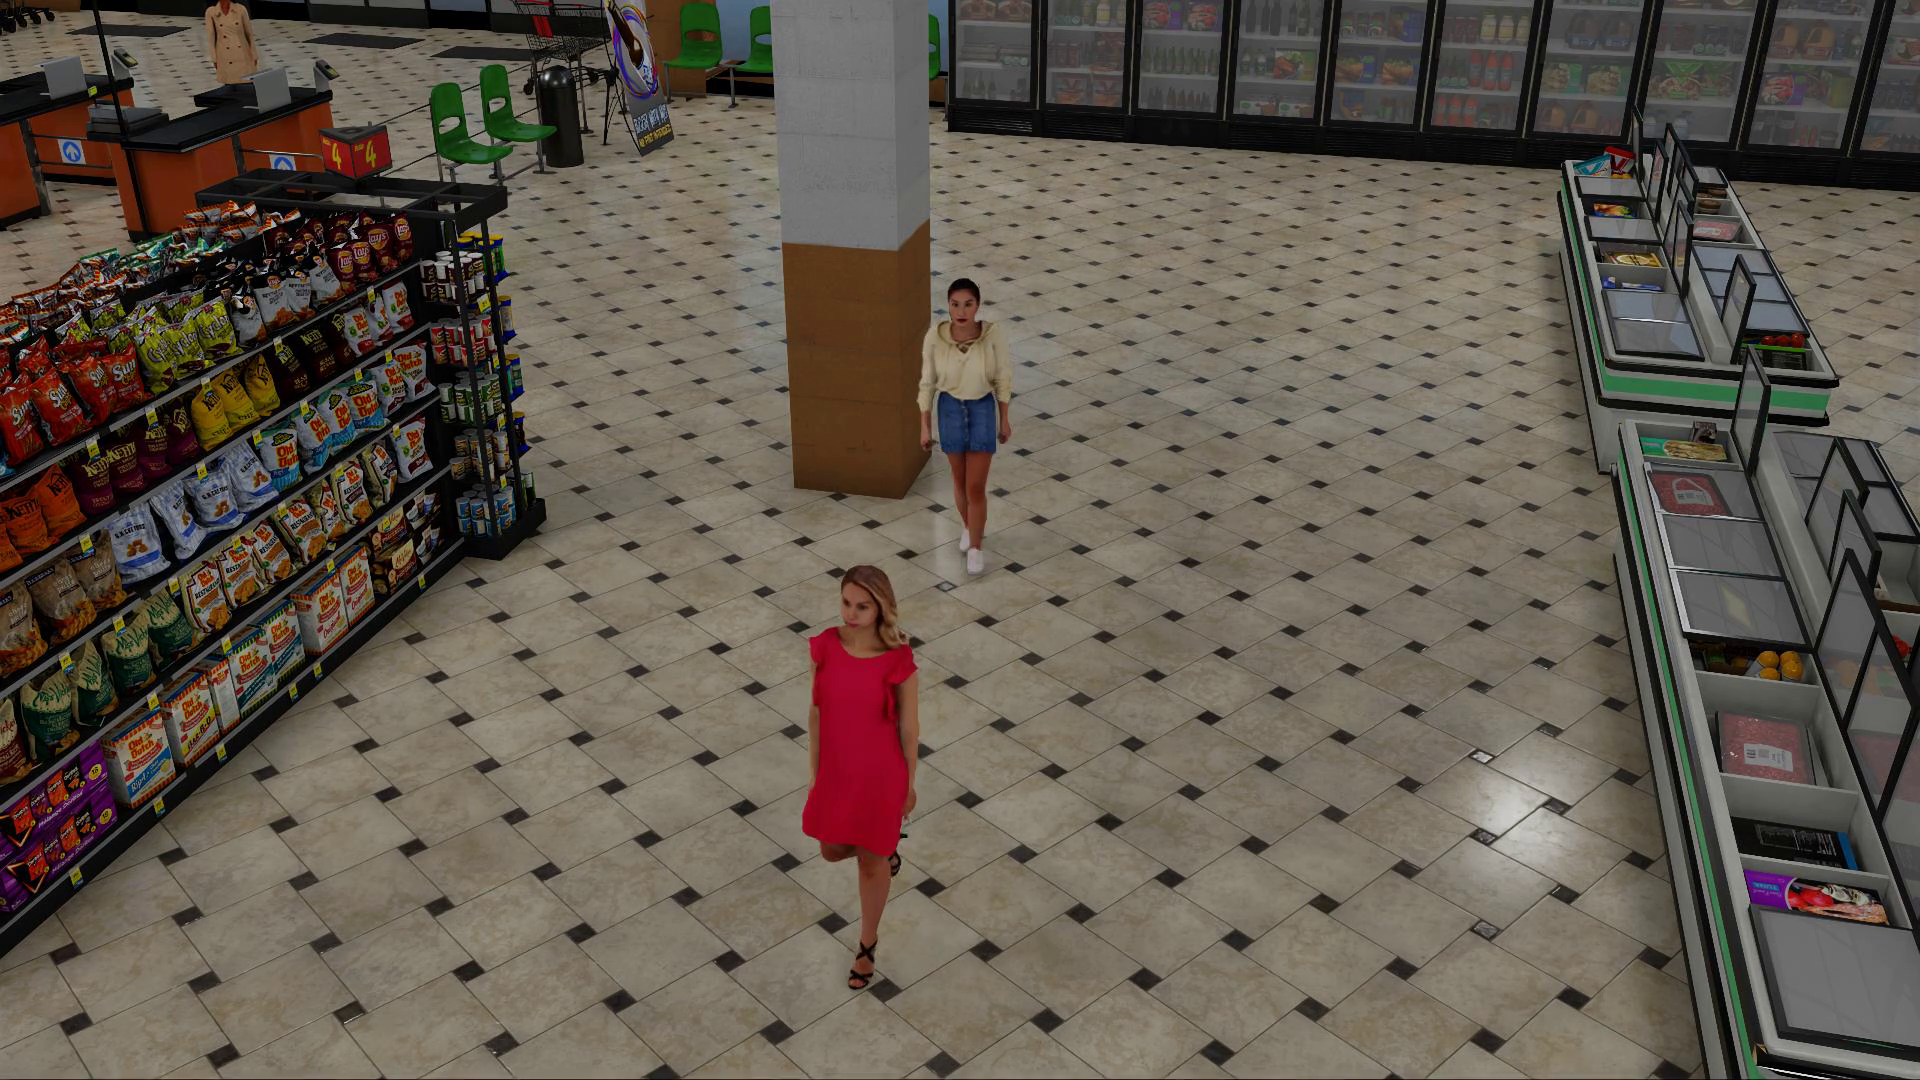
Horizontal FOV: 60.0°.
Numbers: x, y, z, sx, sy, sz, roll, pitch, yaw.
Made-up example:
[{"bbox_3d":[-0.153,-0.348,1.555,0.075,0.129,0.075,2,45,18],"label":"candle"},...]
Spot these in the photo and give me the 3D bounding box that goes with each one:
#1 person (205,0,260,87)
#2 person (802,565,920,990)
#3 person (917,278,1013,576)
[{"bbox_3d":[-7.858,-5.219,18.029,0.714,1.681,0.733,-9,28,-18],"label":"person"},{"bbox_3d":[-0.327,0.815,6.096,0.637,1.712,0.853,10,29,19],"label":"person"},{"bbox_3d":[0.049,-0.676,9.144,0.695,1.615,0.793,5,27,9],"label":"person"}]
